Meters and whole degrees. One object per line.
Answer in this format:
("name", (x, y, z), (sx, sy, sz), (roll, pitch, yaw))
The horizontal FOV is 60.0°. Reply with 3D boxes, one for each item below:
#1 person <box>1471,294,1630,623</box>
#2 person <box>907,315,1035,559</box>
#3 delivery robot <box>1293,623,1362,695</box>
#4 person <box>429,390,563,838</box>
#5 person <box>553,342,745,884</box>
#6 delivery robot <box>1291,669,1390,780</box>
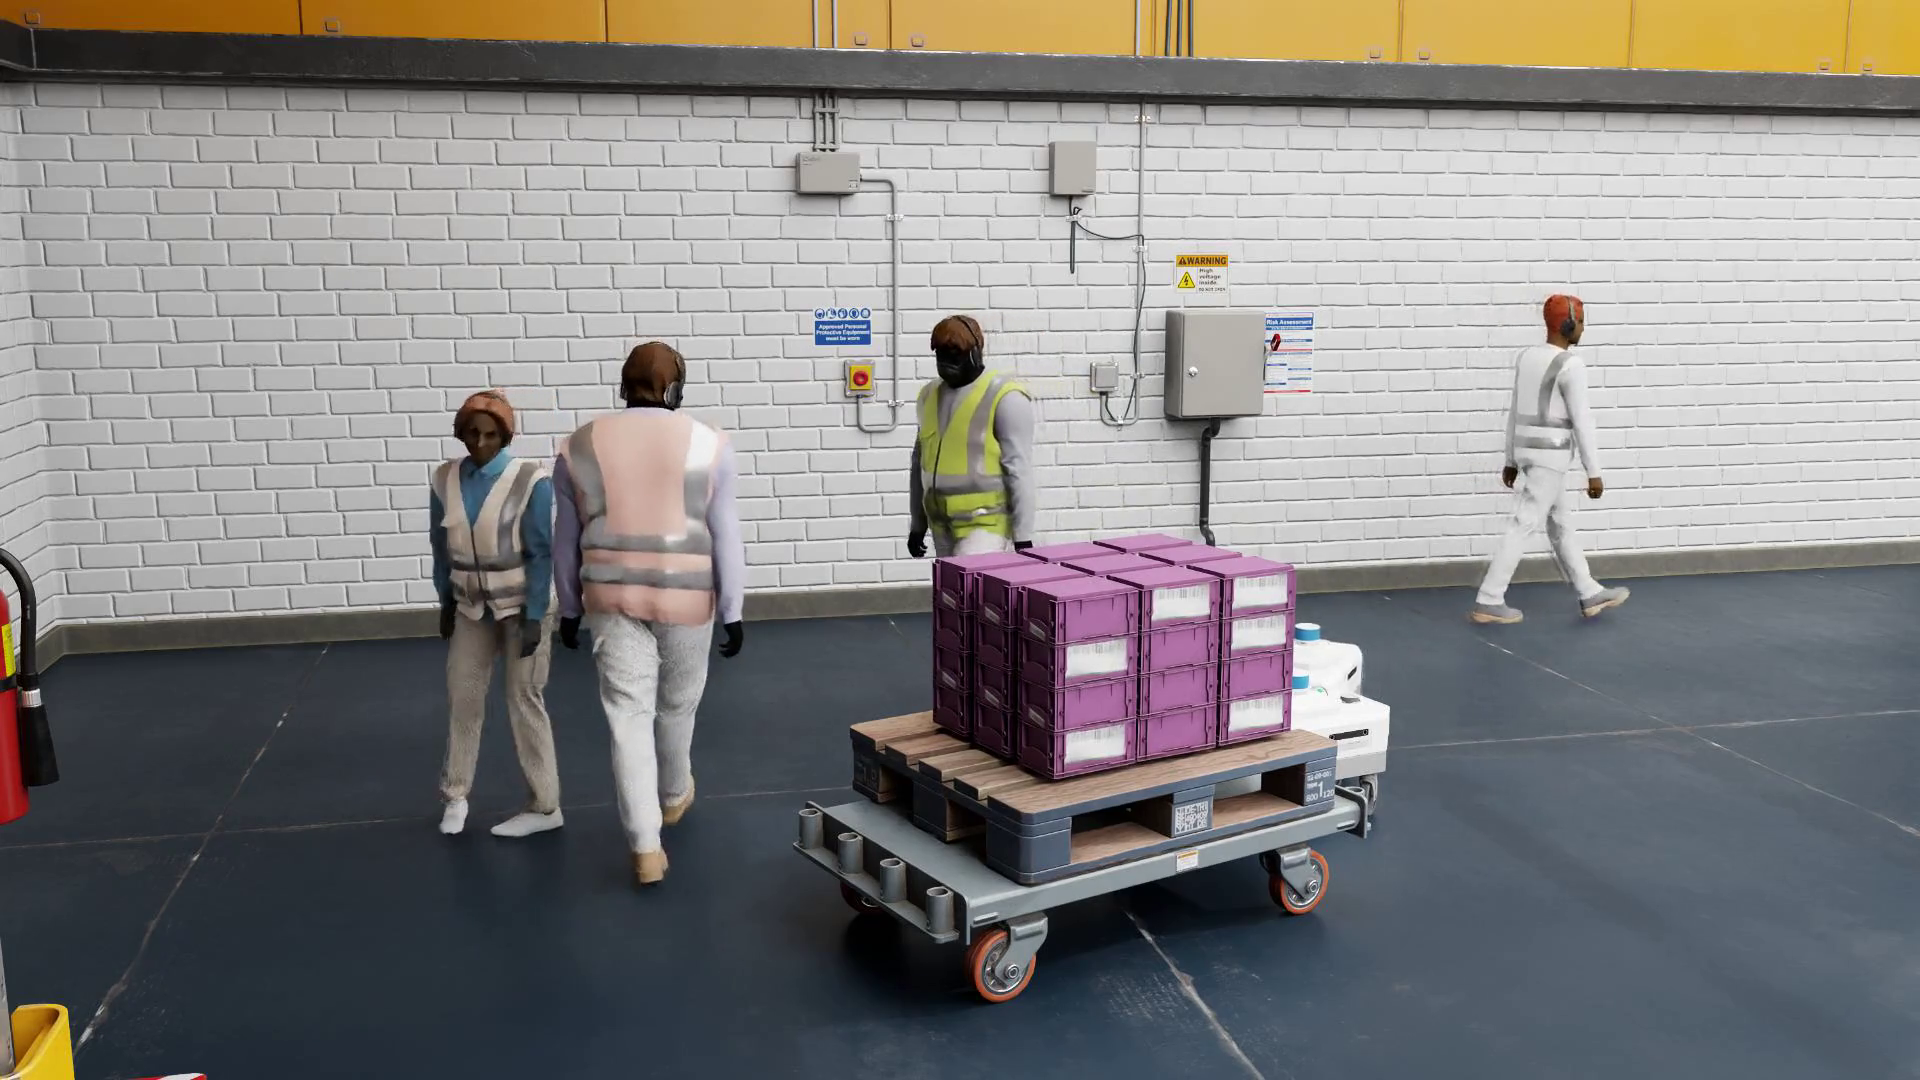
("person", (3.319, -0.438, 9.237), (1.001, 1.828, 0.603), (-2, 10, -9))
("person", (0.009, -0.047, 7.110), (0.555, 1.813, 0.669), (-9, 14, -41))
("delivery robot", (1.420, 0.586, 6.844), (0.477, 0.478, 0.707), (5, 11, 25))
("person", (-1.660, 0.267, 5.947), (0.534, 1.615, 0.359), (4, 11, 21))
("person", (-1.064, 0.223, 5.733), (0.655, 1.787, 0.932), (-1, 10, -5))
("delivery robot", (1.226, 0.717, 6.114), (0.707, 0.478, 0.477), (-5, 11, -26))
